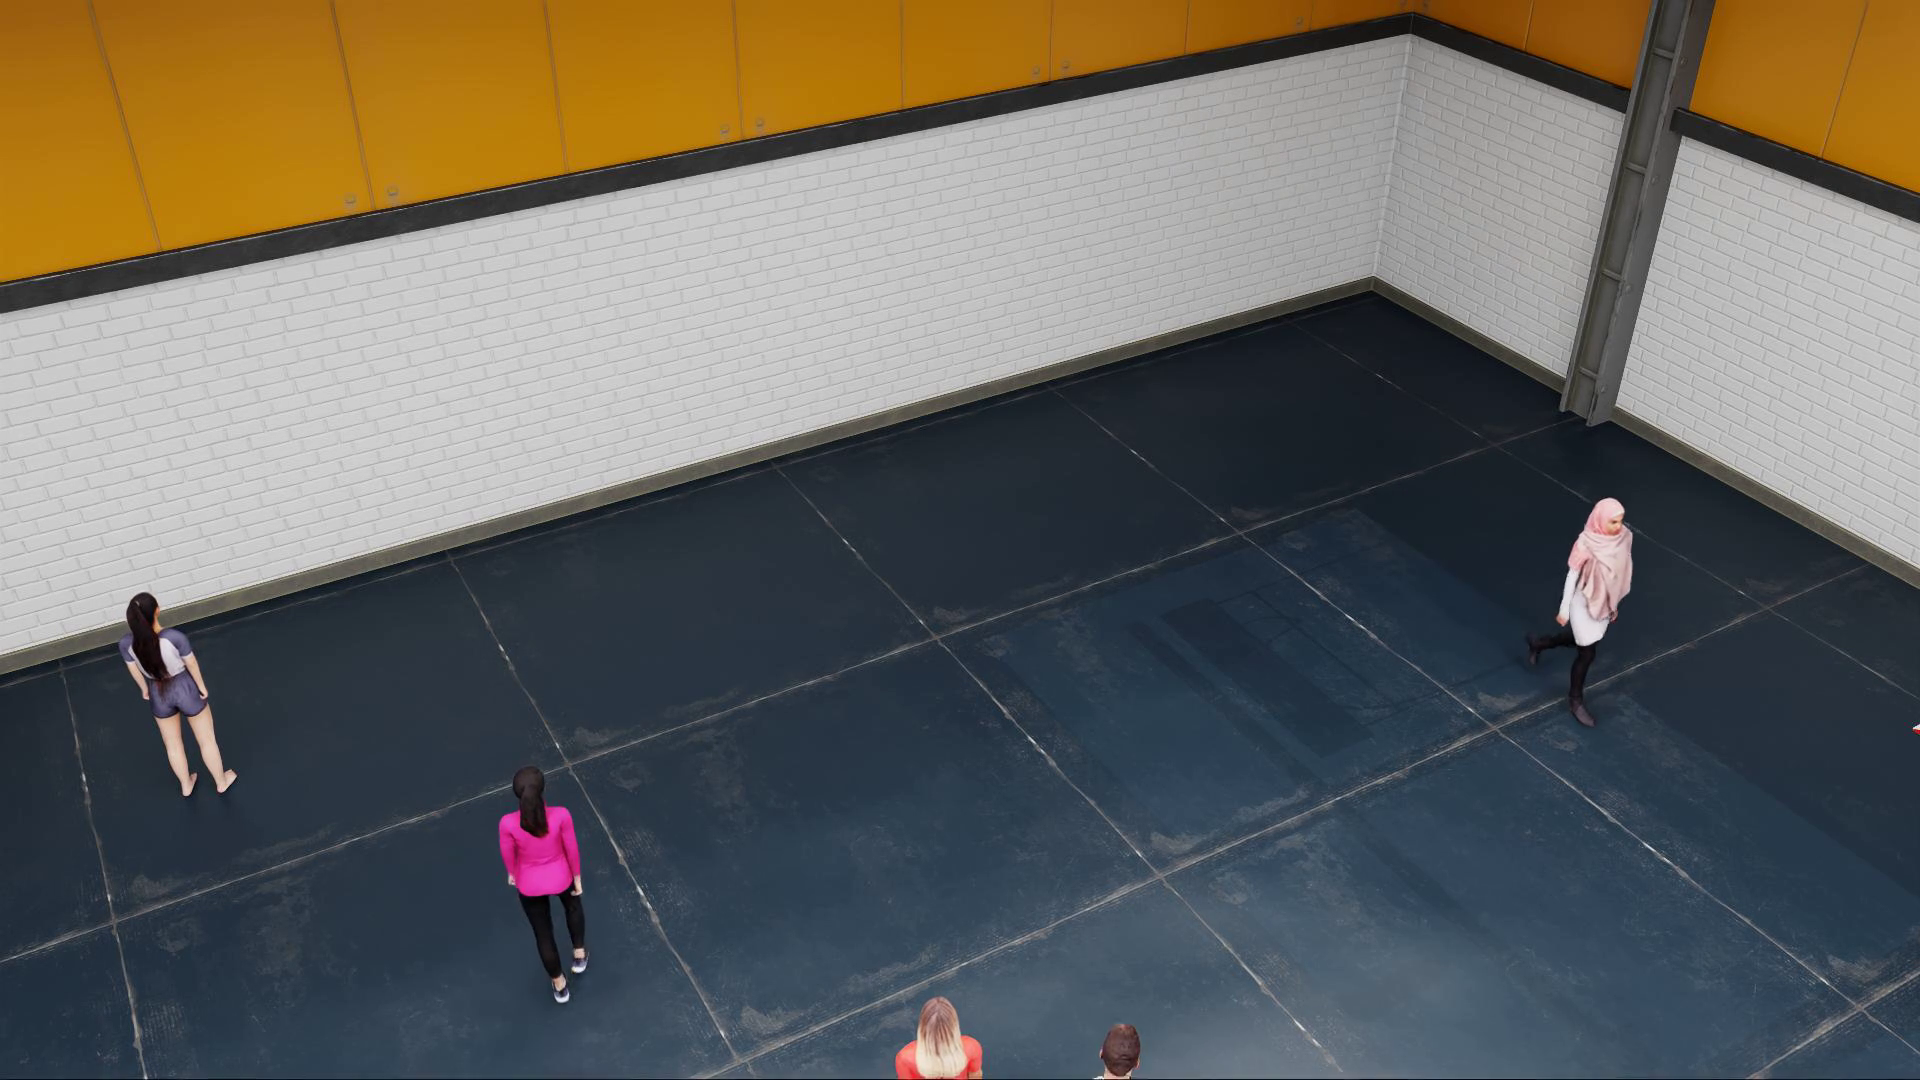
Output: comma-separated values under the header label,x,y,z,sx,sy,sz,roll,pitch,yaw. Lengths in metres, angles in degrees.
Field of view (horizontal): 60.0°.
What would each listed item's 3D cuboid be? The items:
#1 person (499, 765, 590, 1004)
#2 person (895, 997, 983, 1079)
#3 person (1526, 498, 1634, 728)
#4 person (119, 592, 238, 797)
label,x,y,z,sx,sy,sz,roll,pitch,yaw
person,-2.392,2.038,9.635,0.632,1.688,0.677,-11,35,-17
person,-0.097,2.899,8.334,0.651,1.694,0.626,-7,34,-11
person,4.470,0.443,11.947,0.670,1.785,1.053,-14,36,-20
person,-5.267,1.045,11.162,0.663,1.652,0.649,-4,34,-6
